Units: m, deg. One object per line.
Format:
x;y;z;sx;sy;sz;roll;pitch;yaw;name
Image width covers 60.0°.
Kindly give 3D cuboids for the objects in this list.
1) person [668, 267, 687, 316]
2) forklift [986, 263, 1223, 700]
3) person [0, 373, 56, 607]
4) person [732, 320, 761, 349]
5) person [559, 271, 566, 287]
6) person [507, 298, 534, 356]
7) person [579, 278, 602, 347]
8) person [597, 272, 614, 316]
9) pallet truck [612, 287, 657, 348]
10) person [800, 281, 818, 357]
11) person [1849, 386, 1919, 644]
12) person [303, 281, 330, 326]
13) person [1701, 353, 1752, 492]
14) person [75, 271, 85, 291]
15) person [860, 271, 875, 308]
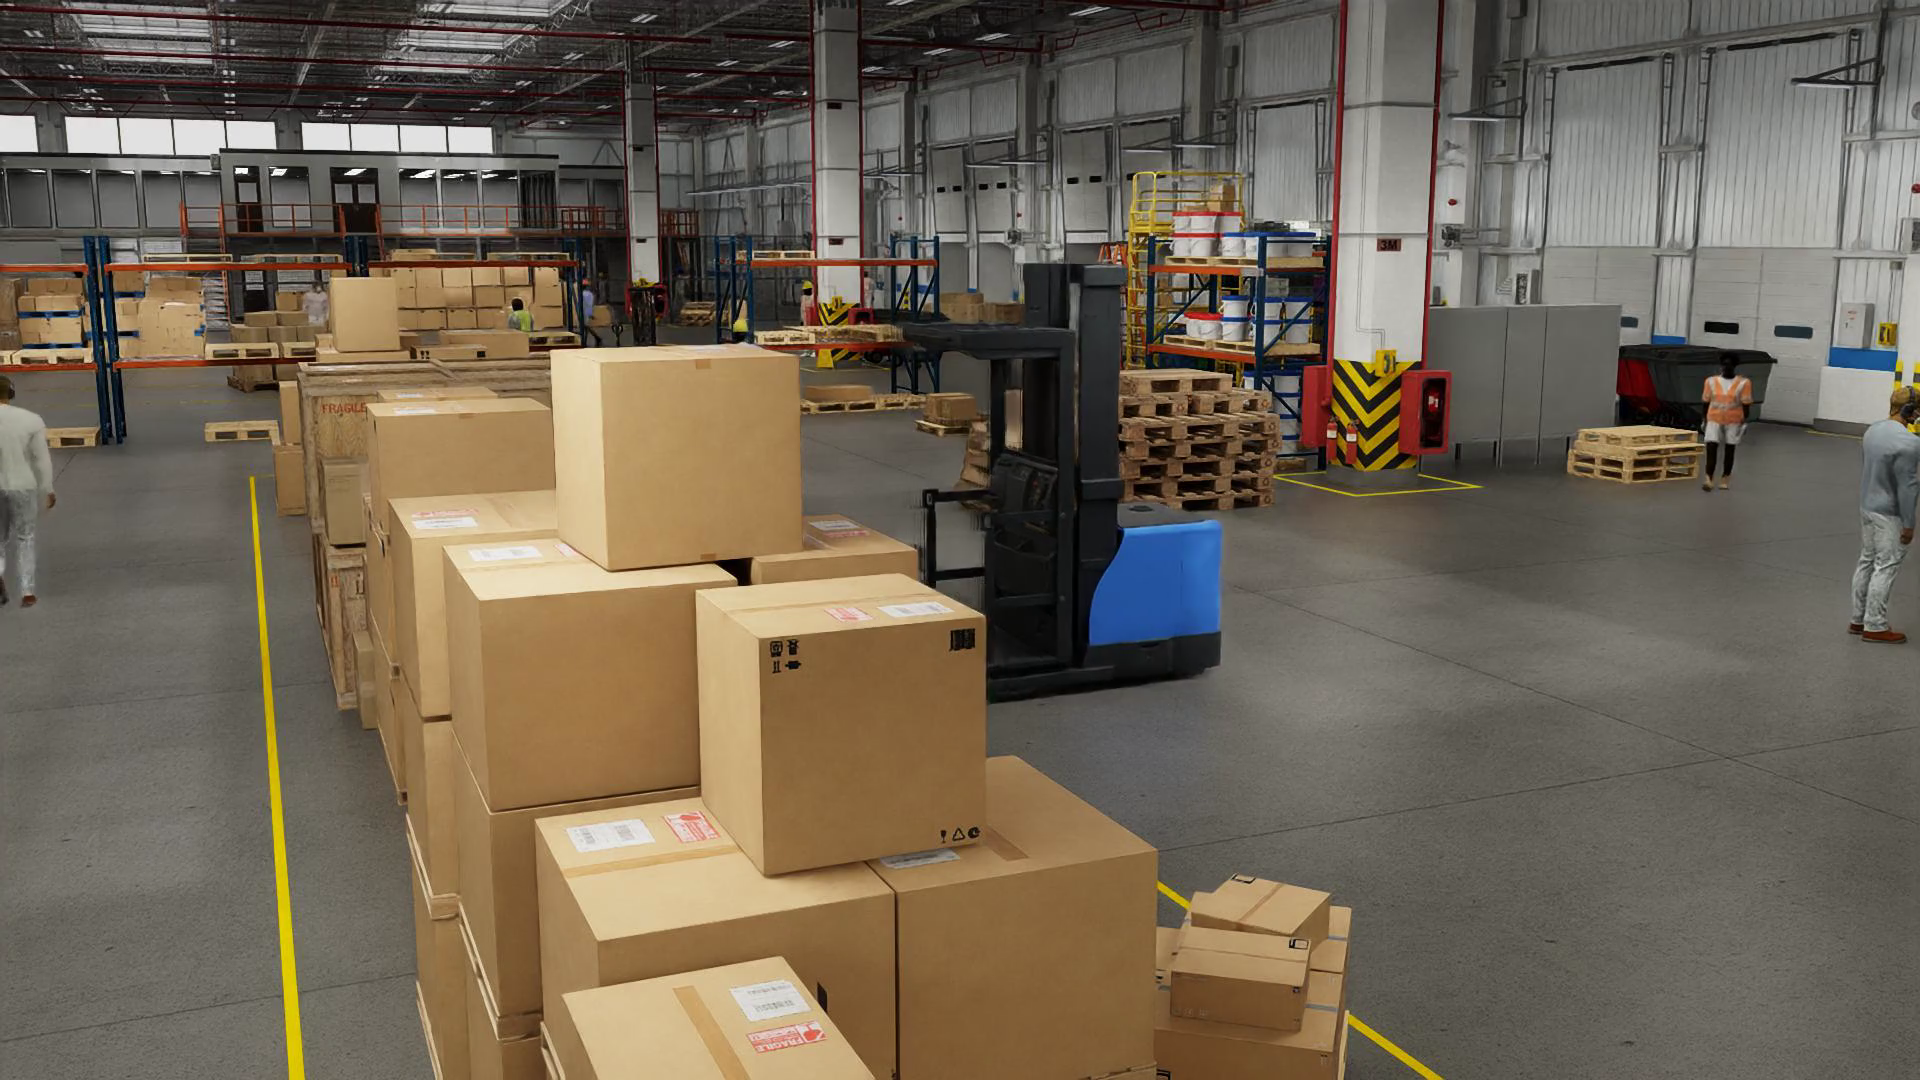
-10.863;-9.521;63.845;1.000;1.895;0.643;3;11;18;person
0.770;-0.478;11.321;1.873;2.768;1.129;-4;11;-23;forklift
-7.734;-0.397;13.516;0.652;1.920;0.446;-3;11;-17;person
-2.999;-2.101;23.034;0.603;1.885;0.972;-3;11;-16;person
-13.698;-8.320;57.292;0.576;1.882;0.355;7;12;33;person
-8.624;-3.818;32.601;0.430;1.840;0.625;6;12;31;person
-10.207;-6.226;45.709;0.812;1.910;0.549;4;11;22;person
-13.525;-9.287;63.097;0.655;1.723;0.485;1;10;7;person
-6.464;-4.406;35.401;0.823;1.965;1.885;6;12;32;pallet truck
-3.812;-5.585;42.114;0.585;1.921;0.383;7;13;35;person
6.895;-0.184;12.344;0.391;1.928;0.636;0;10;1;person
-16.668;-5.754;43.132;0.657;1.885;0.922;-6;12;-30;person
9.025;-1.378;19.642;0.556;1.645;0.856;6;12;31;person
-28.990;-7.903;54.793;0.656;1.951;0.432;7;12;33;person
-3.419;-8.842;60.386;0.632;1.806;0.821;0;10;0;person
